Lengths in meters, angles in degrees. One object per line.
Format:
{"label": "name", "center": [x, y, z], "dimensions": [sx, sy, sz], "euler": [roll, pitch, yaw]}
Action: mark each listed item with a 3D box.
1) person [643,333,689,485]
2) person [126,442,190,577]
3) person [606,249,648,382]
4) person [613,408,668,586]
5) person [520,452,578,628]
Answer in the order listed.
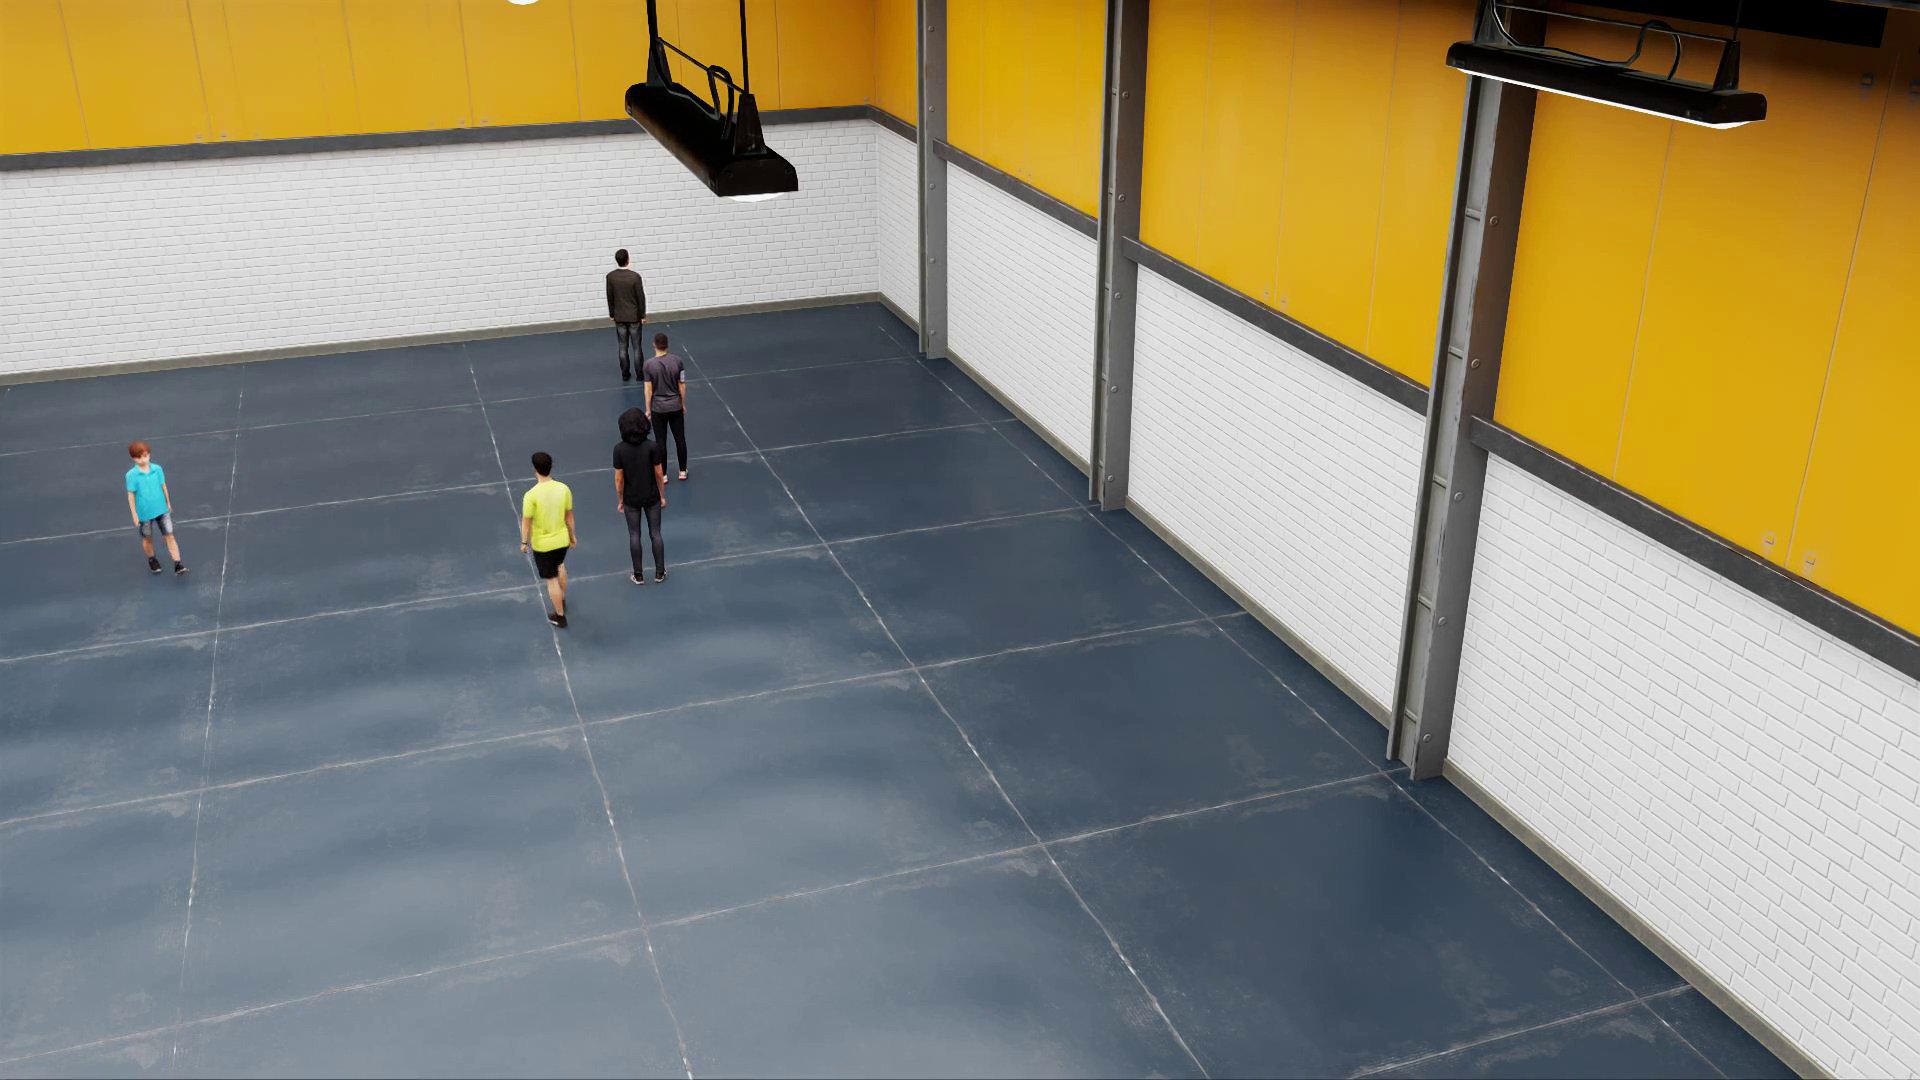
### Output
{"label": "person", "center": [-3.367, -1.519, 19.070], "dimensions": [0.641, 1.764, 0.558], "euler": [-10, 26, -22]}
{"label": "person", "center": [-8.181, -0.324, 16.770], "dimensions": [0.772, 1.417, 1.004], "euler": [-20, 30, -38]}
{"label": "person", "center": [-4.506, -3.053, 22.528], "dimensions": [0.750, 1.804, 0.723], "euler": [3, 24, 7]}
{"label": "person", "center": [-3.167, -0.441, 16.513], "dimensions": [0.662, 1.837, 0.574], "euler": [-5, 24, -10]}
{"label": "person", "center": [-3.813, 0.018, 15.647], "dimensions": [0.791, 1.691, 0.892], "euler": [-20, 31, -38]}
